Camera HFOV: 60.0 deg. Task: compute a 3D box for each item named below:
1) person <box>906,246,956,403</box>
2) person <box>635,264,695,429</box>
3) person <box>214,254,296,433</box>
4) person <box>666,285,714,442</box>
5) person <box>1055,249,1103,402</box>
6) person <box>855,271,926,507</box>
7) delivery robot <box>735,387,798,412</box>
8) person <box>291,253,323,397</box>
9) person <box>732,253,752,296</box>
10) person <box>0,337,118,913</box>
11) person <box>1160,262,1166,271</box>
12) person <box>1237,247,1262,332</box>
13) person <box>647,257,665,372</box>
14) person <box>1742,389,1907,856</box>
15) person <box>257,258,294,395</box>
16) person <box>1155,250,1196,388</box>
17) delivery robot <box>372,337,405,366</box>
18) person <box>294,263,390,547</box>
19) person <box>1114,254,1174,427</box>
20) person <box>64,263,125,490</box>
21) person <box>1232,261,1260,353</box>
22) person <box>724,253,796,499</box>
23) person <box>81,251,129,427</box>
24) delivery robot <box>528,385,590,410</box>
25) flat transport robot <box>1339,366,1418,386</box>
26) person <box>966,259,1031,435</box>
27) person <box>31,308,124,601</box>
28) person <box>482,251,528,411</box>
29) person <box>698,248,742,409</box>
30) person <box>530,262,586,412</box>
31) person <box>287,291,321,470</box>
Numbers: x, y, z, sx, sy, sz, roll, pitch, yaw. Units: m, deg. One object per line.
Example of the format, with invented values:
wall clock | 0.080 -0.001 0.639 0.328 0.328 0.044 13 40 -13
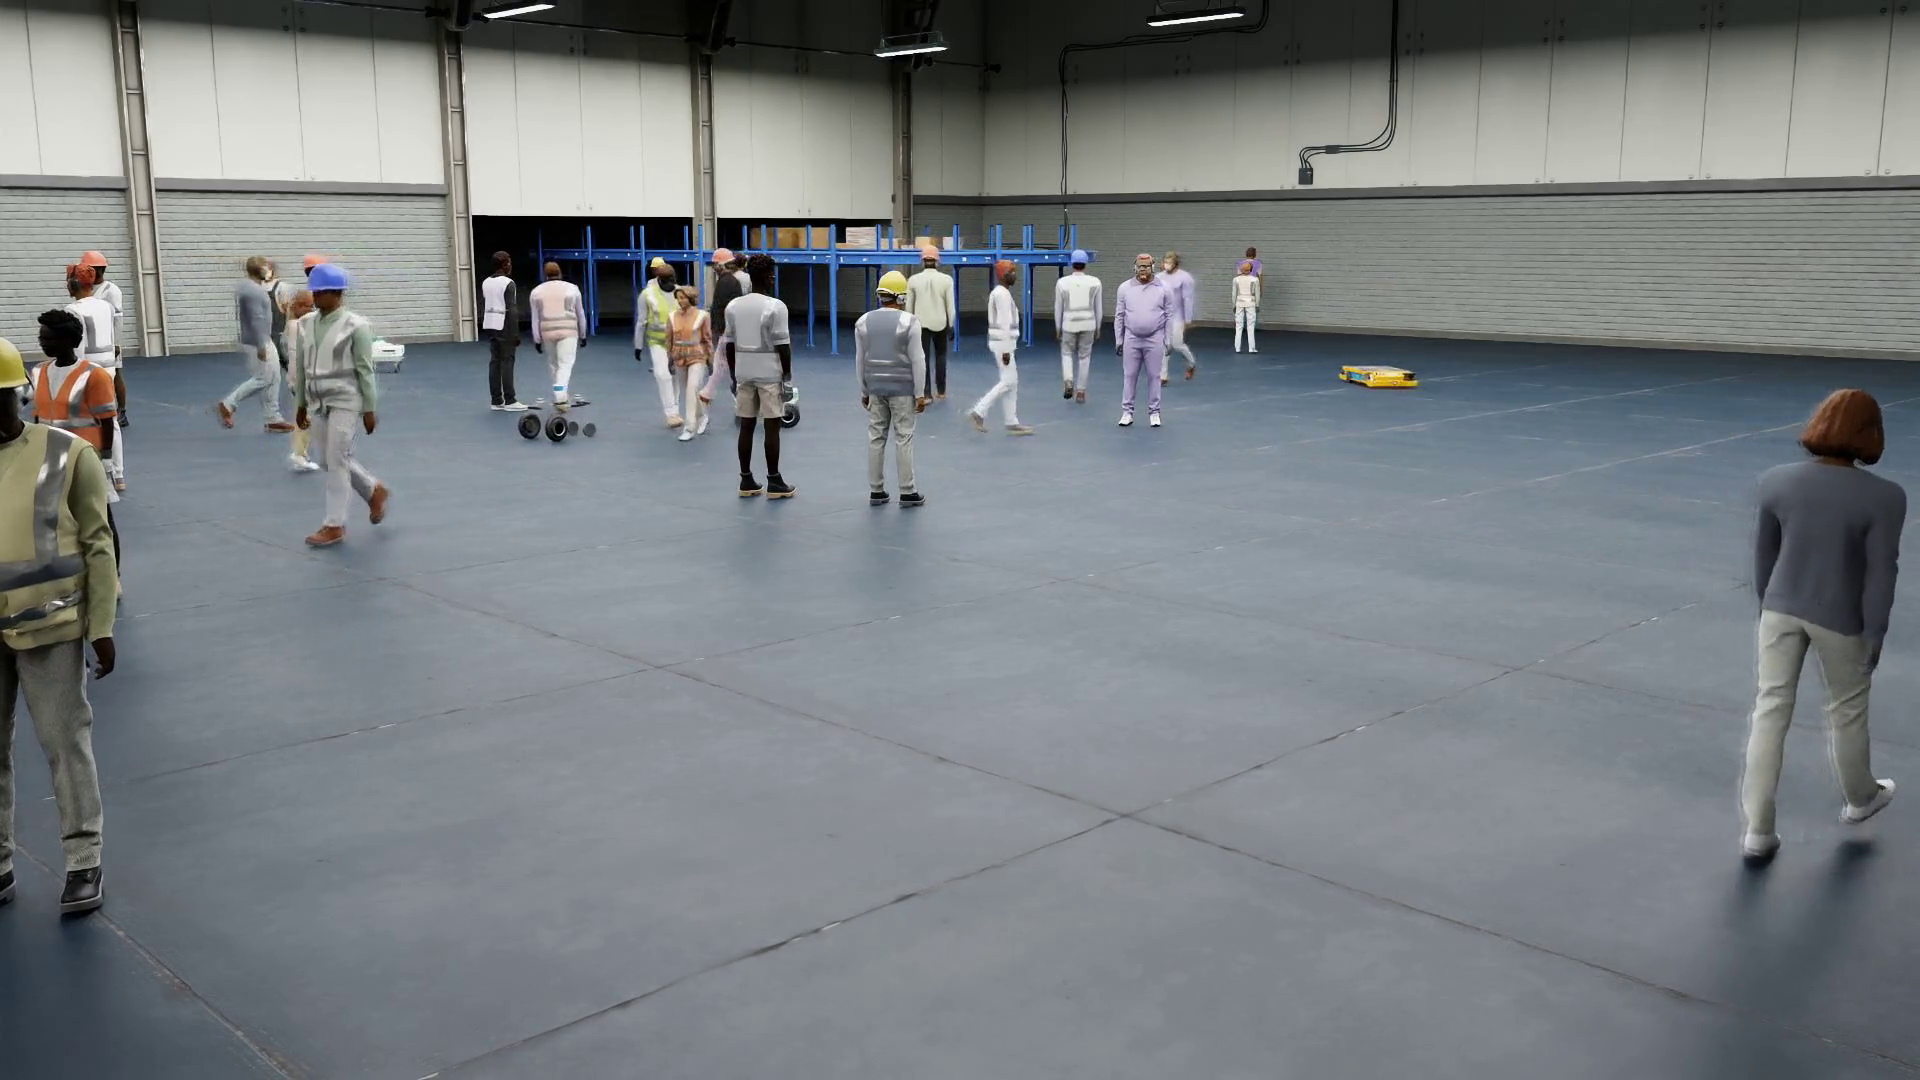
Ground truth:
person | -0.366 -2.757 21.259 0.647 1.960 0.905 1 10 3
person | -3.183 -2.133 18.341 0.714 1.783 0.919 -5 12 -27
person | -7.564 -2.091 17.775 0.722 1.917 0.636 -3 11 -15
person | -2.812 -1.877 17.473 0.515 1.603 0.830 3 11 18
person | 1.515 -2.726 21.193 0.618 1.928 0.435 0 10 2
person | -0.525 -1.188 13.070 0.596 1.832 0.404 5 11 25
delivery robot | -2.168 -1.591 18.602 0.707 0.478 0.477 -1 10 -7
person | -8.184 -2.766 21.539 0.976 1.904 0.548 1 10 5
person | -3.299 -3.437 25.318 0.555 1.829 0.898 2 11 10
person | -2.936 0.267 5.144 0.603 1.828 0.404 -2 11 -11
person | 4.063 -4.696 32.853 0.519 1.595 0.869 1 10 5
person | 6.373 -5.520 36.657 0.564 1.845 0.389 5 11 25
person | -4.691 -3.521 25.981 0.313 1.769 0.525 7 12 33
person | 2.994 0.271 5.761 0.843 1.588 0.520 -9 14 -41
person | -9.269 -2.906 22.524 0.522 1.813 0.929 4 11 19
person | 3.024 -3.119 23.394 0.635 1.917 0.757 8 13 39
delivery robot | -9.019 -2.922 25.875 0.707 0.478 0.477 -4 11 -21
person | -4.309 -0.961 11.594 0.618 1.928 0.813 5 11 25
person | 2.039 -2.219 18.495 0.654 1.906 0.407 2 11 11
person | -7.137 -1.321 13.662 0.351 1.882 0.582 1 10 3
person | 5.150 -4.185 29.945 0.513 1.639 0.311 5 12 26
person | -1.611 -1.329 13.476 0.614 1.964 0.361 6 12 28
person | -9.501 -2.218 18.405 0.542 1.938 0.358 5 11 25
delivery robot | -4.221 -1.514 17.487 0.335 0.223 0.698 7 13 34
flat transport robot | 5.978 -2.355 23.813 0.652 0.197 1.431 -1 10 -6
person | 0.413 -2.040 17.695 0.631 1.862 0.617 -1 10 -4
person | -5.057 -0.469 9.516 0.536 1.699 0.321 3 11 15
person | -5.560 -2.533 20.174 0.589 1.920 0.398 9 14 40
person | -2.902 -2.555 20.202 1.006 1.939 0.624 2 11 9
person | -4.870 -2.461 20.120 0.628 1.803 0.936 0 10 0
person | -5.855 -1.416 14.883 0.373 1.610 0.534 -2 11 -11
